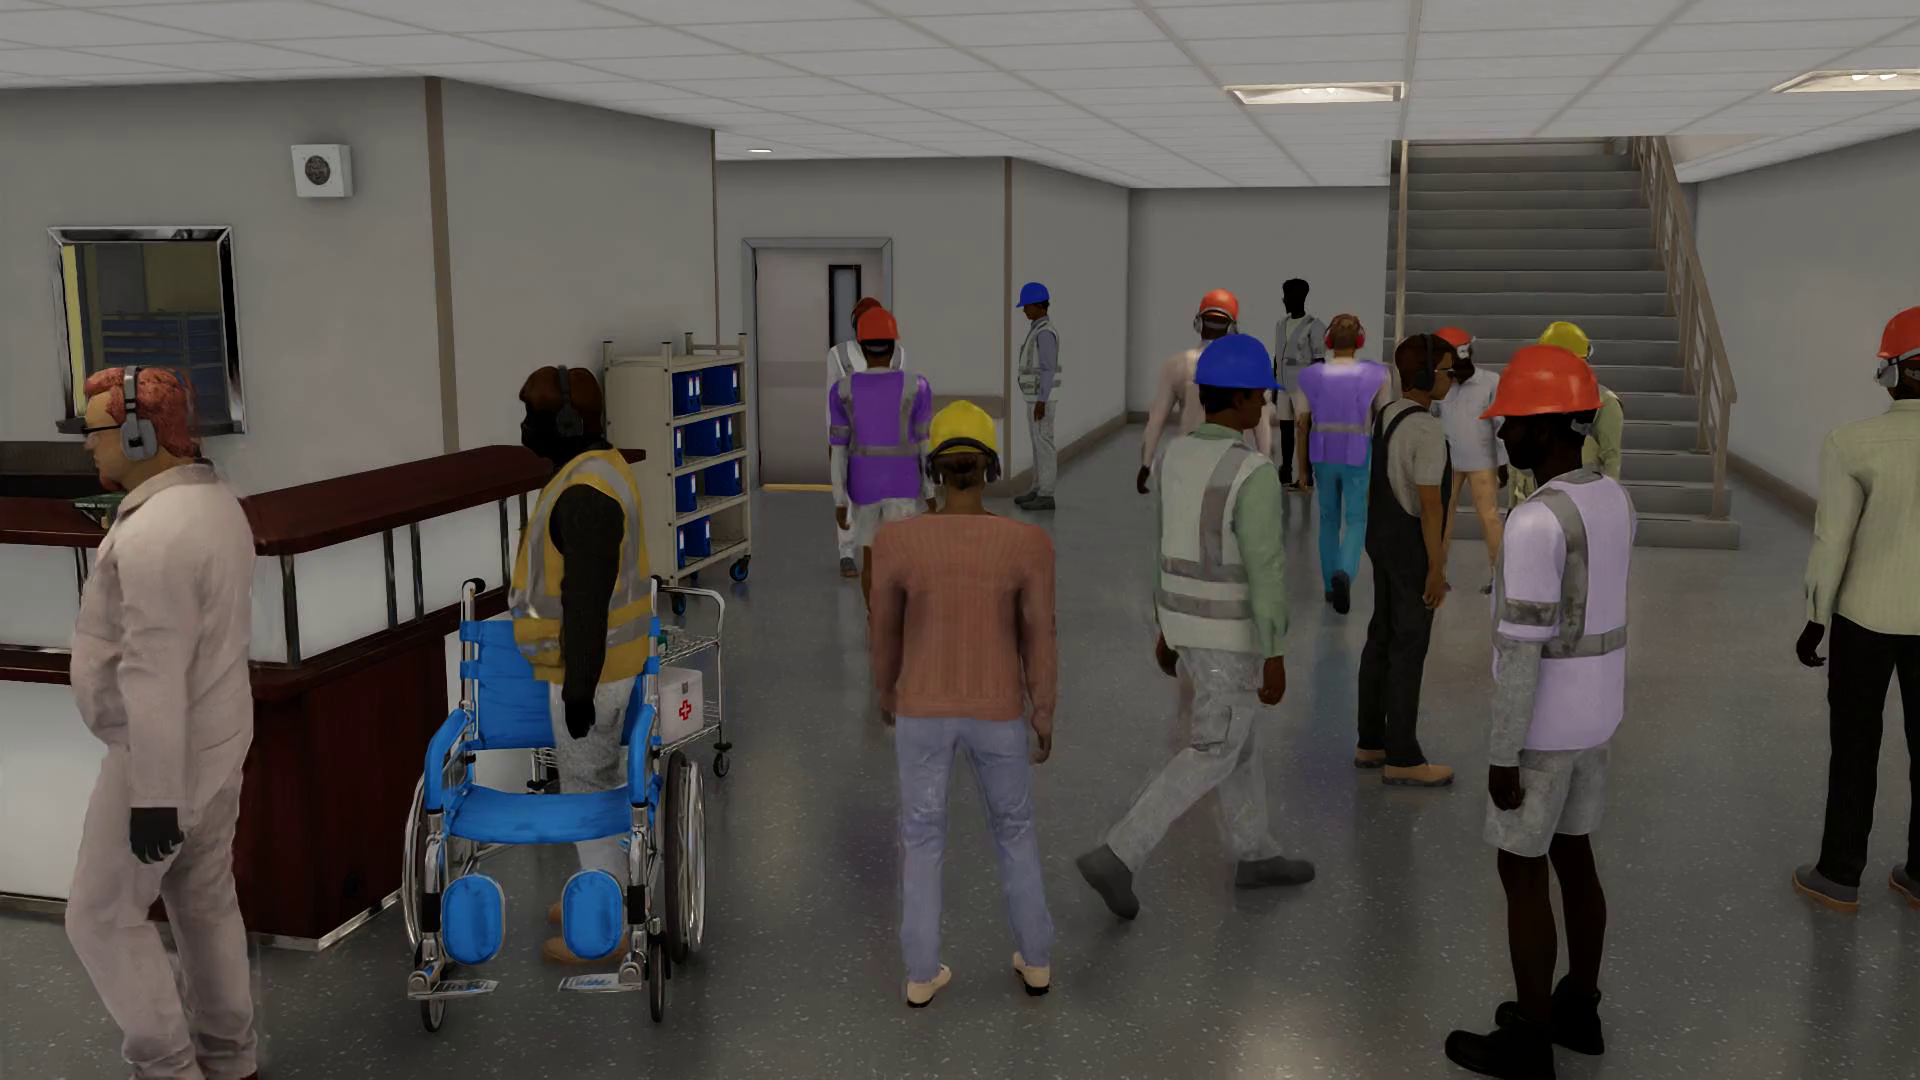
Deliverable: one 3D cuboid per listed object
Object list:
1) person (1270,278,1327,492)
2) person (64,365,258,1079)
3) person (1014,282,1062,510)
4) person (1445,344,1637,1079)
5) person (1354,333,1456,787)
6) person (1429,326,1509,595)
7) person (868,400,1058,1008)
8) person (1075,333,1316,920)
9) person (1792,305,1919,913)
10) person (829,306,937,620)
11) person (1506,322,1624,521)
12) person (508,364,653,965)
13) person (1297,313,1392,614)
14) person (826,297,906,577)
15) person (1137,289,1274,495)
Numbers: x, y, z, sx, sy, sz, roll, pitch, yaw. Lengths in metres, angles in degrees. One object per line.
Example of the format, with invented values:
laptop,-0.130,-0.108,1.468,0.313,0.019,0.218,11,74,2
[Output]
person,3.095,-1.431,15.351,0.361,1.963,0.614,-6,11,-32
person,-1.982,0.523,4.056,0.530,1.888,0.686,-2,10,-11
person,0.671,-1.225,14.223,0.397,1.939,0.602,-1,10,-5
person,1.512,0.460,4.345,0.390,1.927,0.550,9,13,44
person,1.837,0.078,6.818,0.332,1.844,0.508,-2,10,-11
person,3.254,-0.518,10.710,0.583,1.723,0.354,7,12,37
person,0.007,0.480,4.749,0.534,1.754,0.397,0,10,-2
person,0.794,0.287,5.401,0.919,1.916,0.624,-4,10,-22
person,3.063,0.239,5.435,0.622,1.994,0.381,0,10,2
person,-0.418,-0.275,8.761,0.545,1.904,0.930,1,10,7
person,3.027,-0.189,8.448,0.404,1.828,0.599,-7,12,-35
person,-1.155,0.380,5.109,0.430,1.832,0.643,-2,10,-10
person,2.320,-0.465,10.134,0.570,1.819,0.795,4,11,25
person,-0.622,-0.691,11.249,0.584,1.879,0.337,-4,11,-23
person,1.379,-0.429,9.450,0.756,1.956,0.689,0,10,-2
